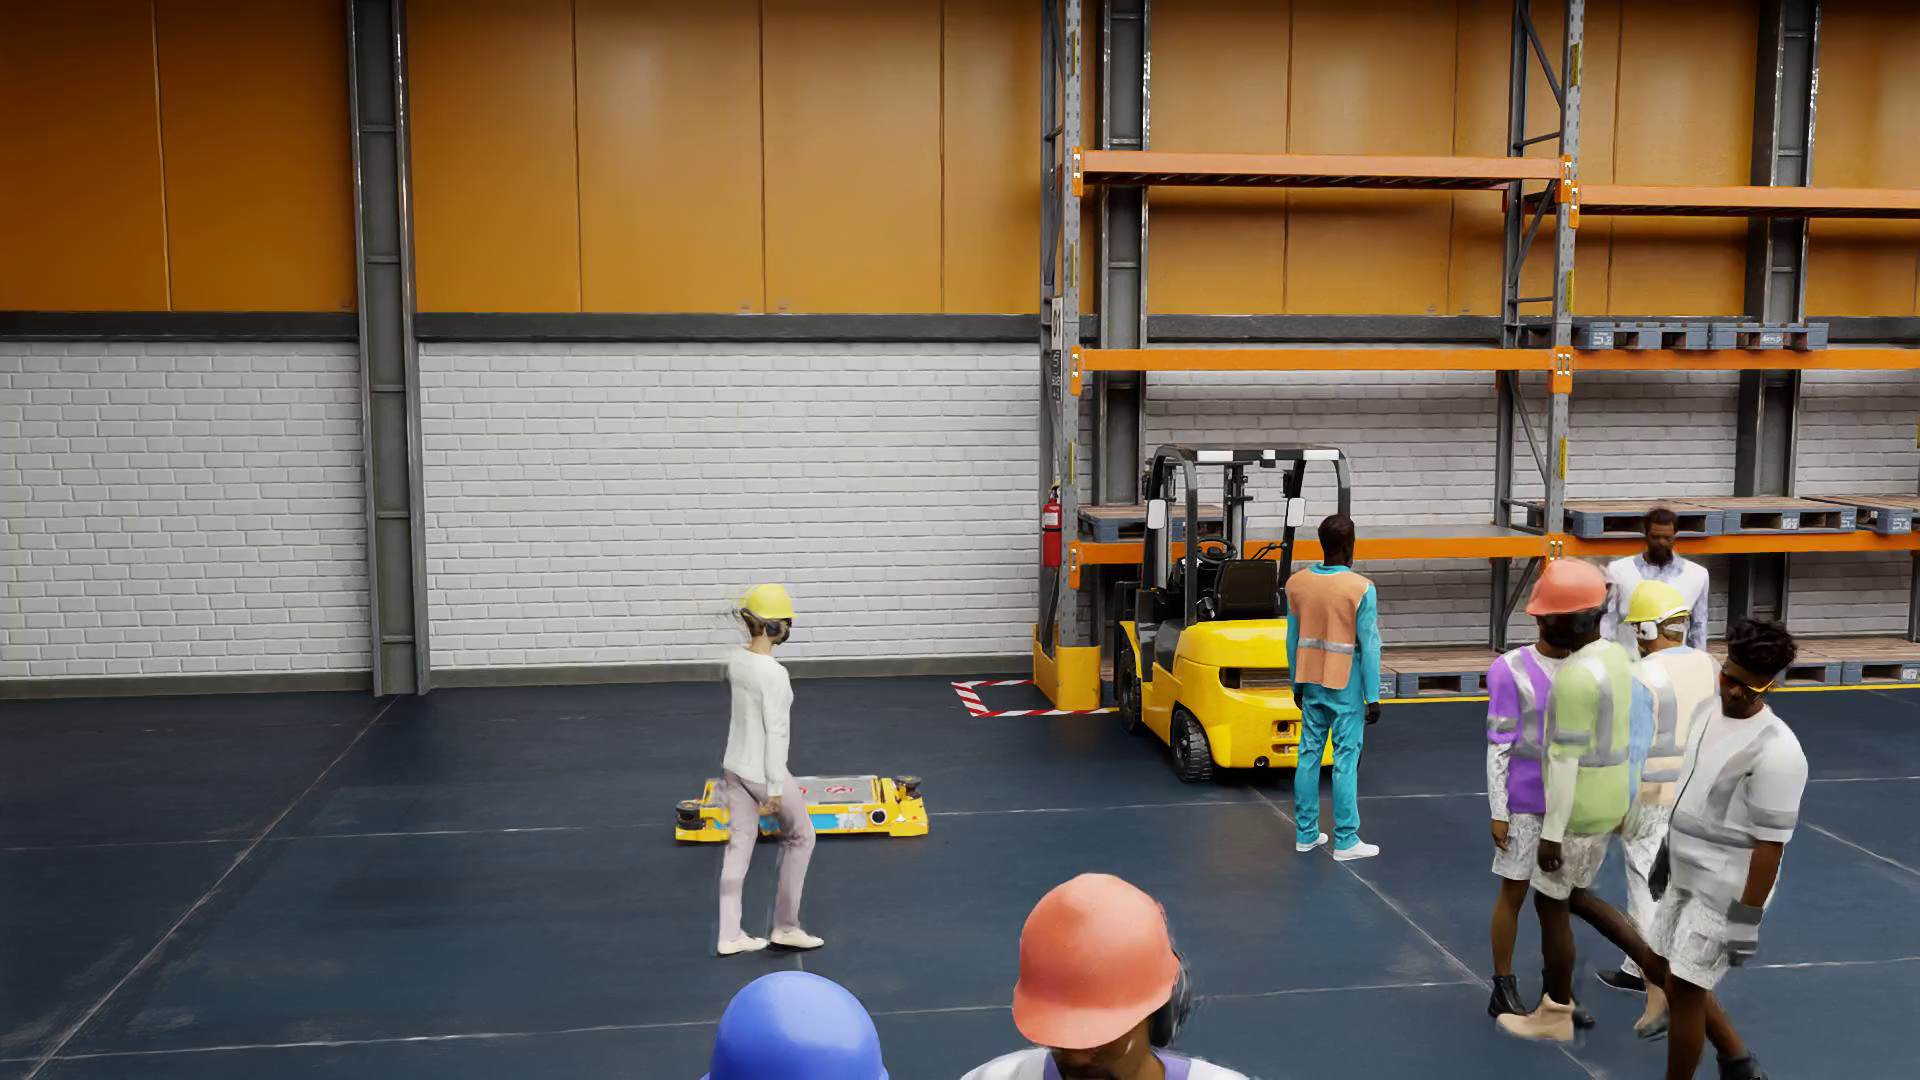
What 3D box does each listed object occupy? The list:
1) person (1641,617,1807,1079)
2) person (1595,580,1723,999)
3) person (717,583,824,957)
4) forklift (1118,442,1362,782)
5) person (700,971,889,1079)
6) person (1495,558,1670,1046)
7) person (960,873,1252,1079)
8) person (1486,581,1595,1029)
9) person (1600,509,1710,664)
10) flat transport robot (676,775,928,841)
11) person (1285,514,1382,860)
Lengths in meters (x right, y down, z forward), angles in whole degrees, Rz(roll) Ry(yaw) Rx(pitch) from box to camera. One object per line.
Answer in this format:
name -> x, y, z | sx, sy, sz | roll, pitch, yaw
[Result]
person -> 2.617, 1.197, 5.867 | 0.580, 1.929, 0.691 | 1, 7, 6
person -> 3.041, 1.084, 7.278 | 0.589, 1.822, 0.403 | -4, 8, -32
person -> -0.875, 1.069, 7.739 | 0.609, 1.746, 0.540 | -5, 8, -37
forklift -> 1.912, 0.418, 11.496 | 1.214, 2.155, 2.313 | -1, 7, -8
person -> -0.190, 1.579, 2.451 | 0.416, 1.939, 0.605 | 3, 7, 26
person -> 2.544, 1.071, 6.621 | 0.661, 2.011, 0.618 | 5, 8, 36
person -> 0.271, 1.513, 2.751 | 0.638, 2.011, 0.527 | 2, 7, 21
person -> 2.442, 1.076, 6.878 | 0.545, 1.930, 0.385 | -2, 7, -14
person -> 4.088, 0.757, 9.876 | 0.617, 1.872, 0.954 | 3, 7, 25
flat transport robot -> -0.926, 1.567, 9.777 | 1.431, 0.197, 0.652 | -1, 7, -5
person -> 2.065, 0.813, 9.238 | 0.392, 1.918, 0.593 | -6, 9, -43
